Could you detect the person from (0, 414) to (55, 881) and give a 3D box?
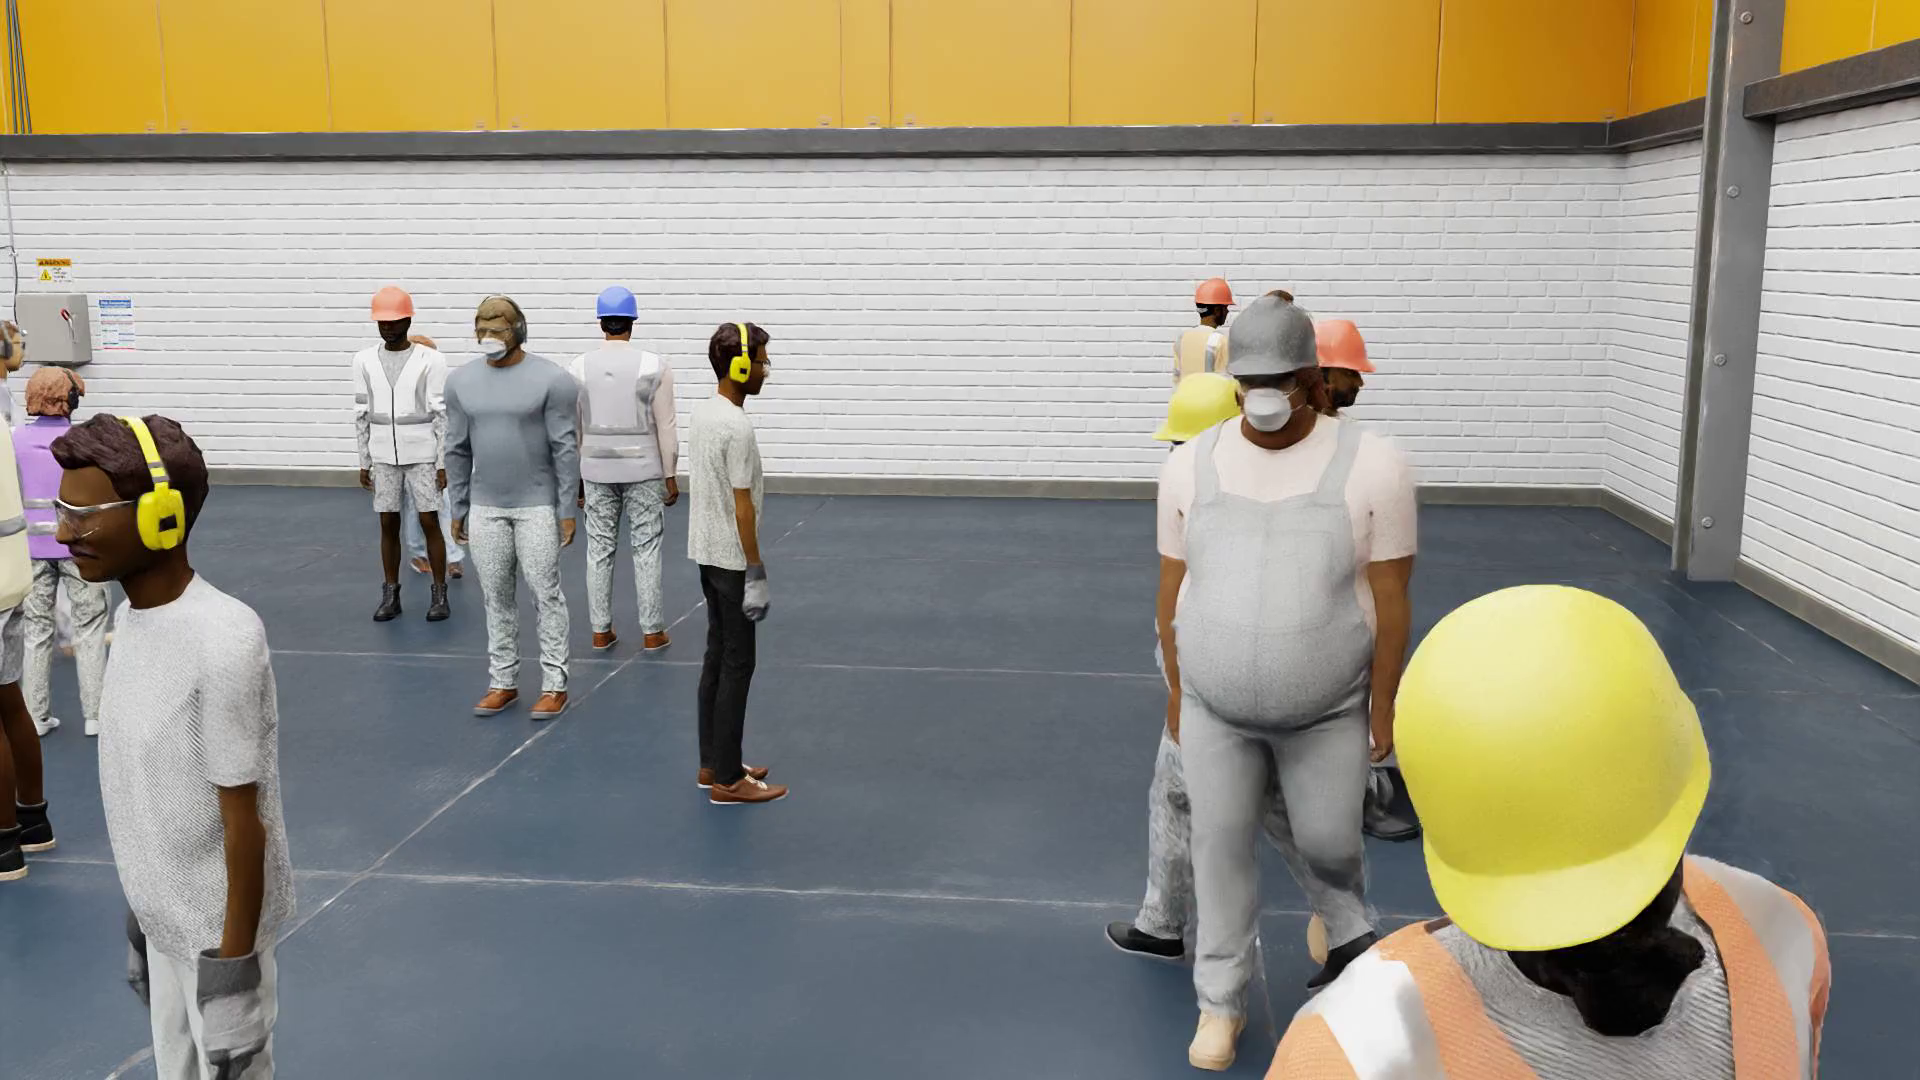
[{"bbox_3d":[-3.353,0.181,5.631,0.370,1.958,0.598,-3,10,-15],"label":"person"}]

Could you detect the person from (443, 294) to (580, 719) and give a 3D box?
[{"bbox_3d":[-2.034,-0.144,7.570,0.634,1.930,0.384,2,10,9],"label":"person"}]

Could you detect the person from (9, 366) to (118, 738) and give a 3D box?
[{"bbox_3d":[-3.899,0.061,7.239,0.524,1.631,0.319,-1,10,-8],"label":"person"}]

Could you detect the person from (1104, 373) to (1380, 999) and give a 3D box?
[{"bbox_3d":[0.824,0.421,4.718,0.874,1.796,0.598,8,13,40],"label":"person"}]

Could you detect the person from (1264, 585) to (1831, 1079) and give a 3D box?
[{"bbox_3d":[0.603,0.935,1.556,0.758,1.878,0.387,-5,11,-29],"label":"person"}]

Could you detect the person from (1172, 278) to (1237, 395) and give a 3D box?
[{"bbox_3d":[1.685,-0.794,11.252,0.358,1.936,0.552,-7,12,-34],"label":"person"}]

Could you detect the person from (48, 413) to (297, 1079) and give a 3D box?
[{"bbox_3d":[-1.335,0.706,2.893,0.505,1.864,0.331,10,14,44],"label":"person"}]

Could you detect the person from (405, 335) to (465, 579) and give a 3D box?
[{"bbox_3d":[-3.403,-0.521,10.695,0.536,1.582,0.867,-6,12,-32],"label":"person"}]

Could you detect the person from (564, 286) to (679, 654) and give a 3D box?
[{"bbox_3d":[-1.776,-0.359,8.769,0.604,1.939,0.414,1,10,4],"label":"person"}]

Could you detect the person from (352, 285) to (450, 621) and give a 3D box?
[{"bbox_3d":[-3.181,-0.479,9.496,0.542,1.928,0.399,0,10,0],"label":"person"}]

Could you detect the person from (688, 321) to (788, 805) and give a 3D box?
[{"bbox_3d":[-0.871,0.095,6.406,0.337,1.858,0.523,-5,11,-27],"label":"person"}]

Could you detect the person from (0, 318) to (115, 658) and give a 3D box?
[{"bbox_3d":[-4.800,-0.212,8.351,0.972,1.788,0.617,-4,11,-23],"label":"person"}]

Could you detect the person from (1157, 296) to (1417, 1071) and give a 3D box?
[{"bbox_3d":[0.862,0.336,4.490,0.690,2.000,0.763,4,11,20],"label":"person"}]
